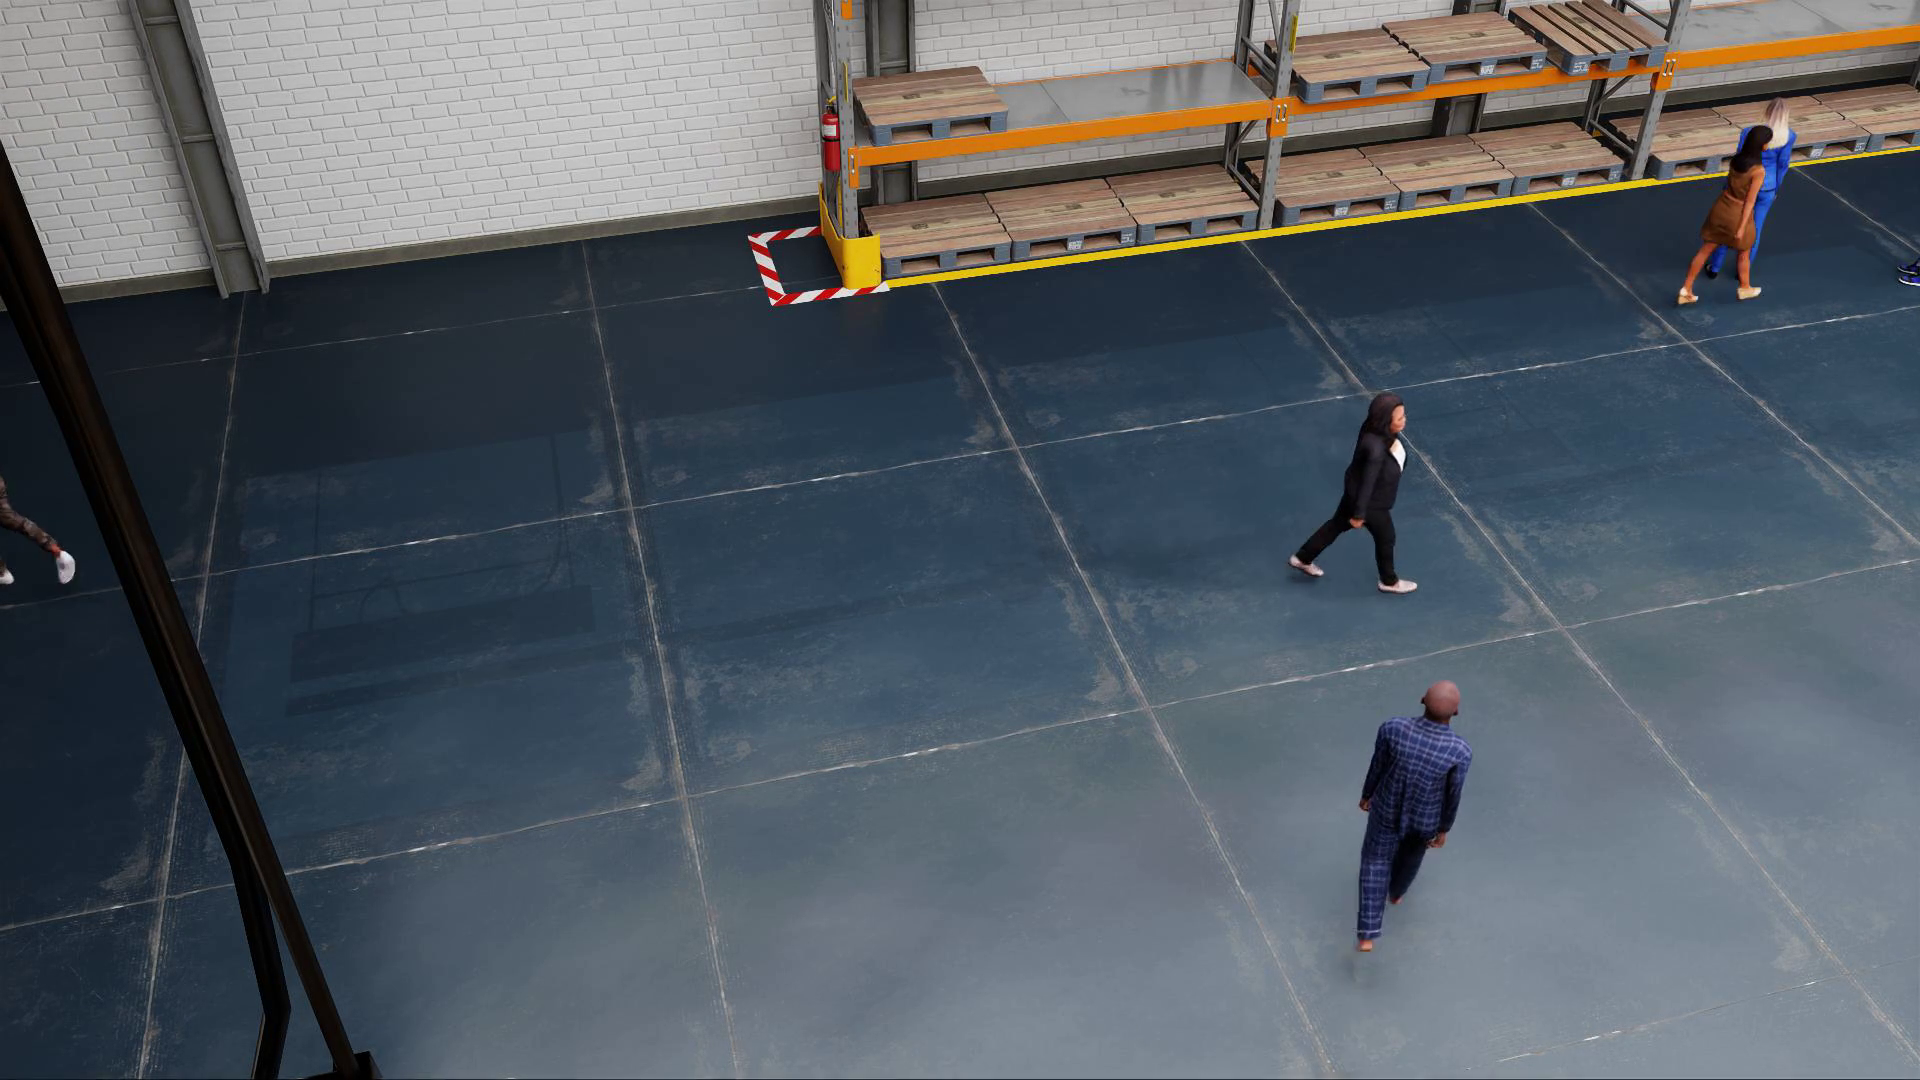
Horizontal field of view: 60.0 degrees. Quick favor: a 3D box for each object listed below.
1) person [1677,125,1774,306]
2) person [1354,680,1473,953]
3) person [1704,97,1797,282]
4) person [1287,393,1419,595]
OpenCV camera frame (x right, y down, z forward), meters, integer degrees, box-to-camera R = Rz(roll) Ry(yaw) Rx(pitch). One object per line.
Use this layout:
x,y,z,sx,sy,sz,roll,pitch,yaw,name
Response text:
6.515,-2.723,14.198,0.948,1.654,0.579,-9,40,-12,person
2.357,1.483,8.819,1.120,1.793,1.080,12,40,15,person
6.948,-3.070,14.596,0.651,1.701,0.760,10,40,12,person
2.657,-0.297,11.223,1.226,1.577,0.964,6,39,8,person
